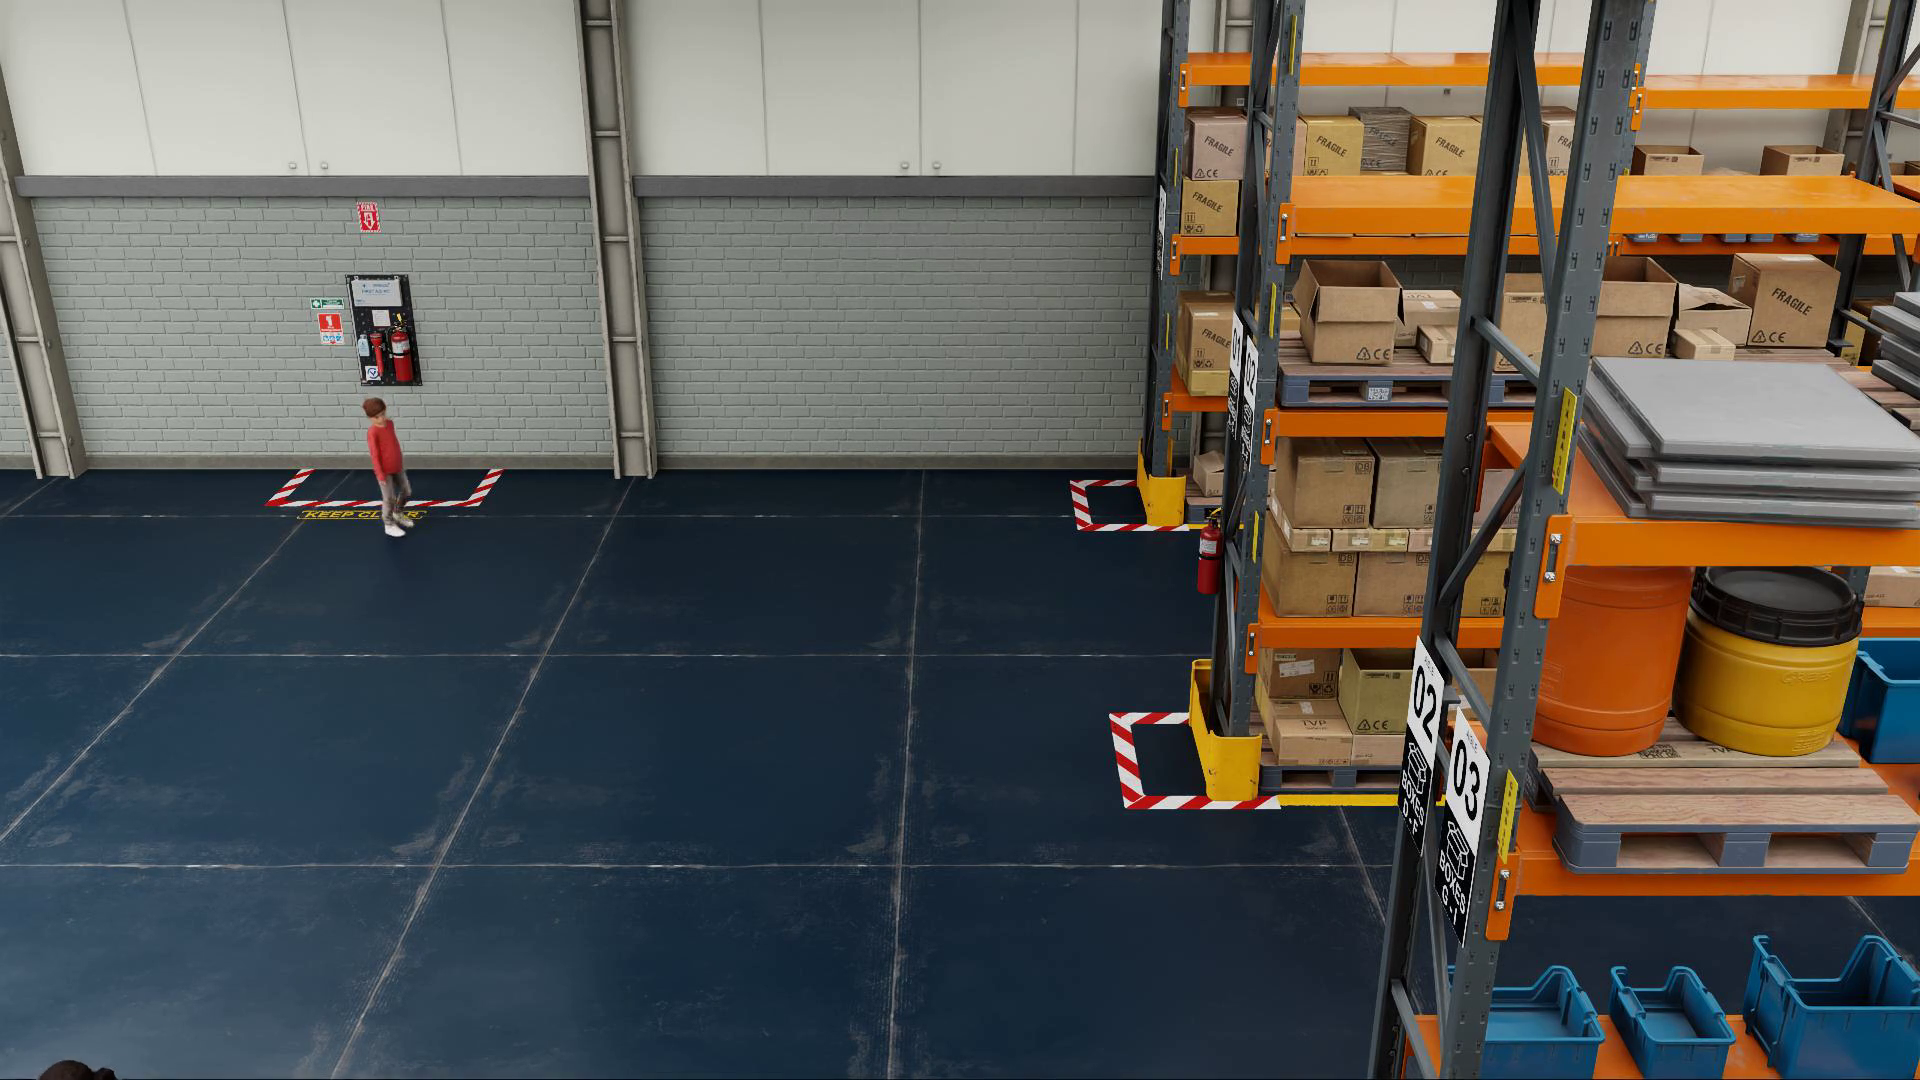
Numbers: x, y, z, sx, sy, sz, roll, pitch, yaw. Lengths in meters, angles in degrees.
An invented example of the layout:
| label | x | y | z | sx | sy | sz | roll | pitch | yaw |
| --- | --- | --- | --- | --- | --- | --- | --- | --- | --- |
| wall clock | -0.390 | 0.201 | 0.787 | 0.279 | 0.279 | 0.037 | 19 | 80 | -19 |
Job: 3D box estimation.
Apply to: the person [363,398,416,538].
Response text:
| label | x | y | z | sx | sy | sz | roll | pitch | yaw |
| --- | --- | --- | --- | --- | --- | --- | --- | --- | --- |
| person | -5.368 | -0.681 | 15.569 | 0.680 | 1.390 | 0.692 | 4 | 23 | 9 |
